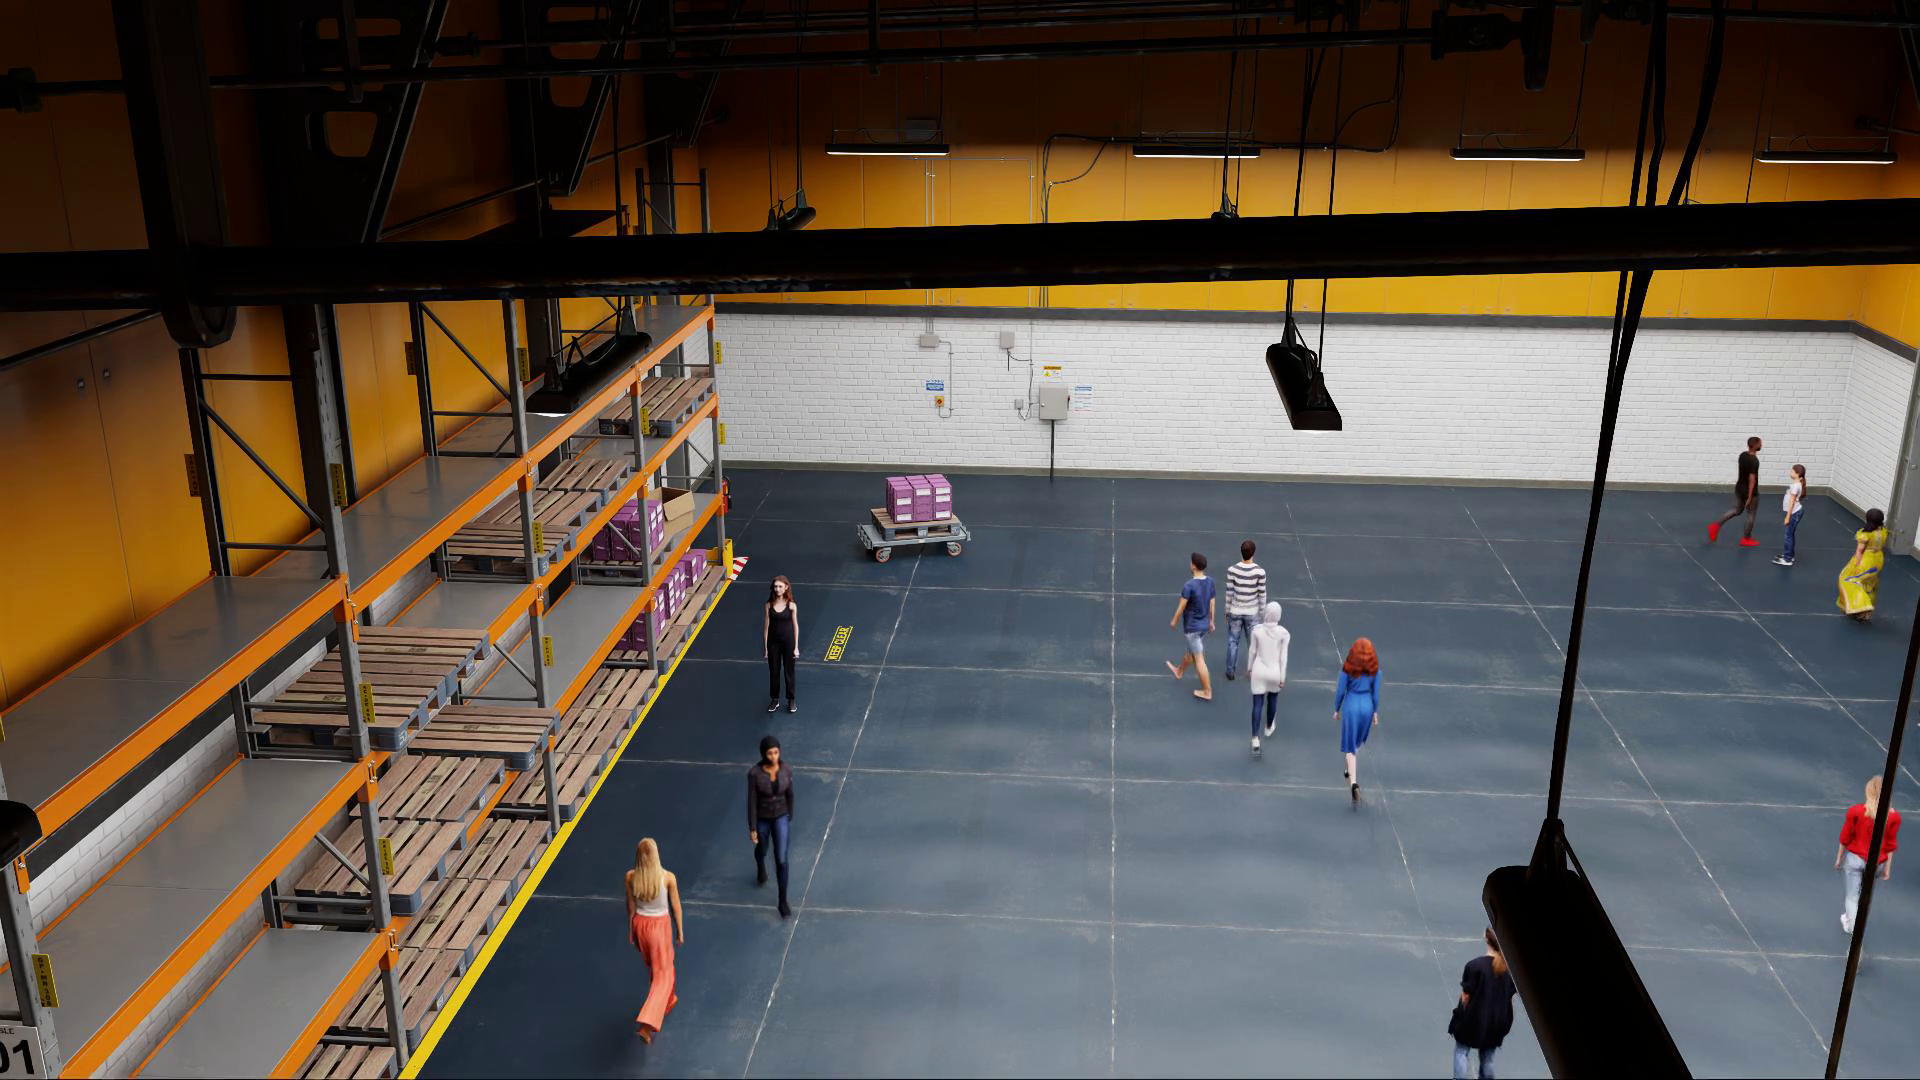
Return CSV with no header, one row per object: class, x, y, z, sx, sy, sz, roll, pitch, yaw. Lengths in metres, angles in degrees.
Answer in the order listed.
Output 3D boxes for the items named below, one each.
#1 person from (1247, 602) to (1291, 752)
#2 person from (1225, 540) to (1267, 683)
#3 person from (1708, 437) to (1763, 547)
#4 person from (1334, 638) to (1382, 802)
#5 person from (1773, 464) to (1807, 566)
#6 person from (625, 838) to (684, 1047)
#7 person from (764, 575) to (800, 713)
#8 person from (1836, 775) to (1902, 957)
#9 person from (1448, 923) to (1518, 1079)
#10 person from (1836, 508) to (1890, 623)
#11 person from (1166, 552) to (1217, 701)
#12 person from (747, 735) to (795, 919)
person,3.507,1.594,19.136,0.834,1.744,1.193,6,20,17
person,3.597,0.896,21.039,0.675,1.853,0.557,4,19,11
person,12.202,-0.742,26.023,0.888,1.776,1.064,-3,19,-8
person,4.288,1.962,17.962,0.642,1.795,1.110,1,19,2
person,12.704,-0.408,25.363,0.667,1.562,0.574,11,21,29
person,-2.582,3.351,13.864,0.696,1.778,1.125,4,19,10
person,-2.156,1.244,20.170,0.574,1.746,0.508,1,19,3
person,8.235,2.982,15.126,0.774,1.673,1.154,5,19,16
person,4.101,3.730,12.892,0.668,1.681,0.637,0,19,-1
person,12.529,0.382,22.886,0.943,1.646,1.031,-5,19,-16
person,2.978,1.105,20.506,1.101,1.796,1.182,-14,23,-36
person,-1.848,2.685,15.955,0.888,1.706,1.212,-5,19,-14
